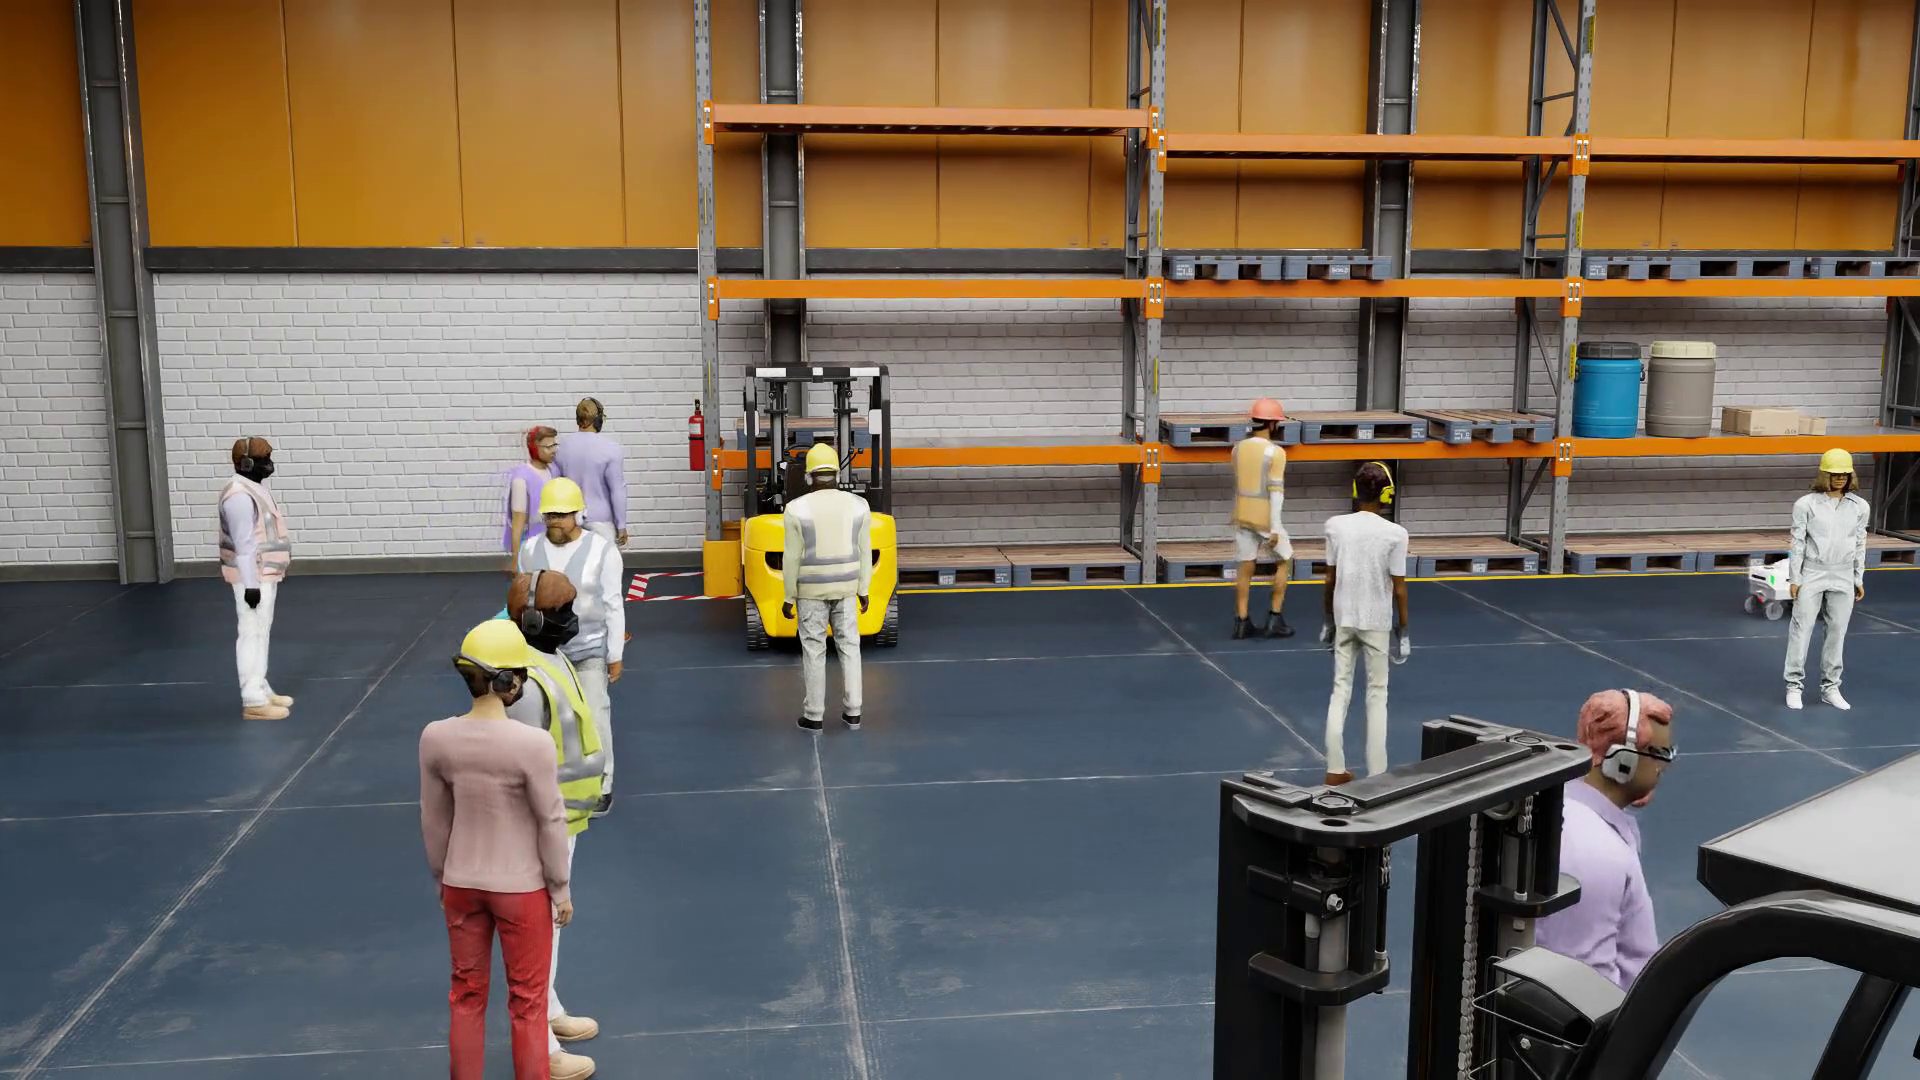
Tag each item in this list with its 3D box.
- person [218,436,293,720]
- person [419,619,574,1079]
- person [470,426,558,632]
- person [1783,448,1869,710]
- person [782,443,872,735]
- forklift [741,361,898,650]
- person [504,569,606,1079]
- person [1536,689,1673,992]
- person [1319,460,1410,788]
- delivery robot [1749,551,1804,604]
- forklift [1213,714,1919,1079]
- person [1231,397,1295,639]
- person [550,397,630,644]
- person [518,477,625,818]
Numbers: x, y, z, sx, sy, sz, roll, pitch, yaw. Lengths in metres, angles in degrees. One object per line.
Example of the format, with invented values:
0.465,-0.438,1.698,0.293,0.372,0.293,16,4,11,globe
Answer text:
-4.577,0.240,10.844,0.429,1.841,0.633,-3,9,-15,person
-1.516,1.136,5.506,0.523,1.762,0.328,3,10,17,person
-3.153,0.074,11.977,0.682,1.822,0.561,2,9,10,person
5.744,0.262,11.013,0.493,1.743,0.295,1,9,4,person
-0.844,0.307,10.462,0.599,1.827,0.403,-4,10,-25,person
-1.154,-0.340,13.365,1.214,2.155,2.313,-1,9,-7,forklift
-1.499,1.011,6.029,0.429,1.841,0.633,-1,9,-8,person
1.570,1.286,4.322,0.554,1.855,0.814,2,9,14,person
2.249,0.488,9.232,0.526,1.869,0.349,7,11,37,person
7.025,0.330,13.991,0.707,0.478,0.477,-2,9,-11,delivery robot
1.441,1.425,2.350,1.214,2.155,2.313,-7,12,-39,forklift
2.419,-0.167,13.148,0.615,1.921,0.552,-8,12,-41,person
-2.855,-0.133,12.865,0.633,1.938,0.356,3,10,19,person
-2.079,0.572,8.848,0.609,1.827,0.403,2,9,11,person
